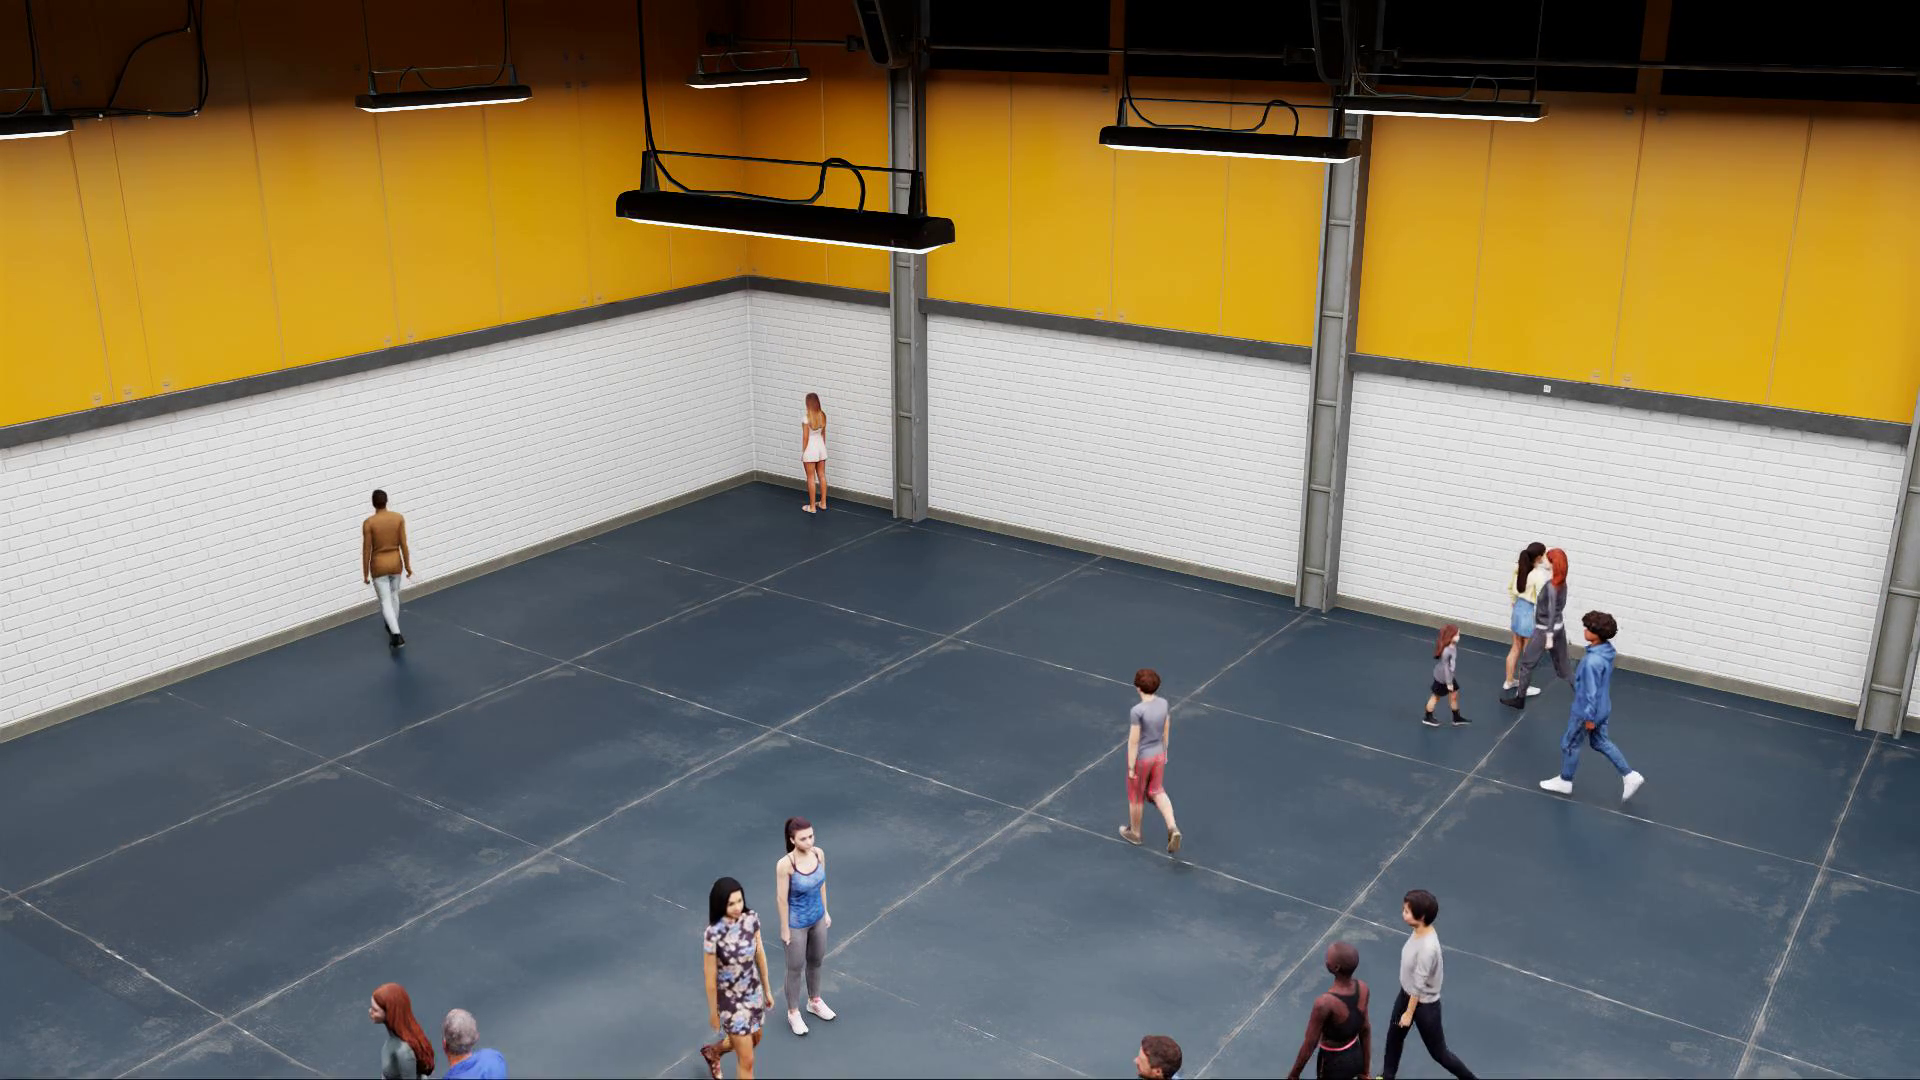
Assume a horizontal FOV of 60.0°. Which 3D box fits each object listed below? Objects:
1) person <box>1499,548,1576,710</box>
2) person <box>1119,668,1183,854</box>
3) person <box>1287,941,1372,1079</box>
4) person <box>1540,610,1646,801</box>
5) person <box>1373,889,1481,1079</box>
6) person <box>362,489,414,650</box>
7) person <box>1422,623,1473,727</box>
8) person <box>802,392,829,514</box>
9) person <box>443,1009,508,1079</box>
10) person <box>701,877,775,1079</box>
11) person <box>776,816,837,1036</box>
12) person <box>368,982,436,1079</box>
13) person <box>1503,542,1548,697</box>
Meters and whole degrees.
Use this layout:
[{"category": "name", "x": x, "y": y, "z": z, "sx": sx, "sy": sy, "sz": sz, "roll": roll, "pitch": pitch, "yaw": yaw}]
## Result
[{"category": "person", "x": 5.952, "y": 0.954, "z": 16.551, "sx": 1.138, "sy": 1.745, "sz": 0.615, "roll": 11, "pitch": 22, "yaw": 31}, {"category": "person", "x": 1.627, "y": 1.879, "z": 13.973, "sx": 0.862, "sy": 1.637, "sz": 1.057, "roll": -10, "pitch": 21, "yaw": -27}, {"category": "person", "x": 2.315, "y": 3.211, "z": 9.865, "sx": 0.749, "sy": 1.736, "sz": 1.073, "roll": -15, "pitch": 23, "yaw": -37}, {"category": "person", "x": 5.731, "y": 1.509, "z": 14.849, "sx": 1.073, "sy": 1.779, "sz": 0.664, "roll": 14, "pitch": 23, "yaw": 36}, {"category": "person", "x": 3.077, "y": 3.004, "z": 10.809, "sx": 1.090, "sy": 1.525, "sz": 0.904, "roll": 0, "pitch": 19, "yaw": 0}, {"category": "person", "x": -6.291, "y": 0.343, "z": 18.301, "sx": 0.879, "sy": 1.786, "sz": 1.171, "roll": -14, "pitch": 23, "yaw": -36}, {"category": "person", "x": 4.741, "y": 1.331, "z": 16.460, "sx": 0.683, "sy": 1.089, "sz": 0.504, "roll": 11, "pitch": 22, "yaw": 30}, {"category": "person", "x": -2.023, "y": -1.232, "z": 23.120, "sx": 0.606, "sy": 1.694, "sz": 0.607, "roll": -17, "pitch": 25, "yaw": -41}, {"category": "person", "x": -2.576, "y": 3.420, "z": 9.122, "sx": 0.800, "sy": 1.813, "sz": 0.821, "roll": 4, "pitch": 19, "yaw": 11}, {"category": "person", "x": -1.463, "y": 2.933, "z": 10.720, "sx": 1.012, "sy": 1.717, "sz": 0.643, "roll": 16, "pitch": 24, "yaw": 39}, {"category": "person", "x": -1.093, "y": 2.672, "z": 11.662, "sx": 0.605, "sy": 1.610, "sz": 0.597, "roll": -17, "pitch": 25, "yaw": -41}, {"category": "person", "x": -3.074, "y": 3.310, "z": 9.642, "sx": 1.152, "sy": 1.689, "sz": 1.133, "roll": -4, "pitch": 19, "yaw": -13}, {"category": "person", "x": 5.855, "y": 0.801, "z": 17.185, "sx": 0.784, "sy": 1.630, "sz": 0.667, "roll": -8, "pitch": 20, "yaw": -22}]
